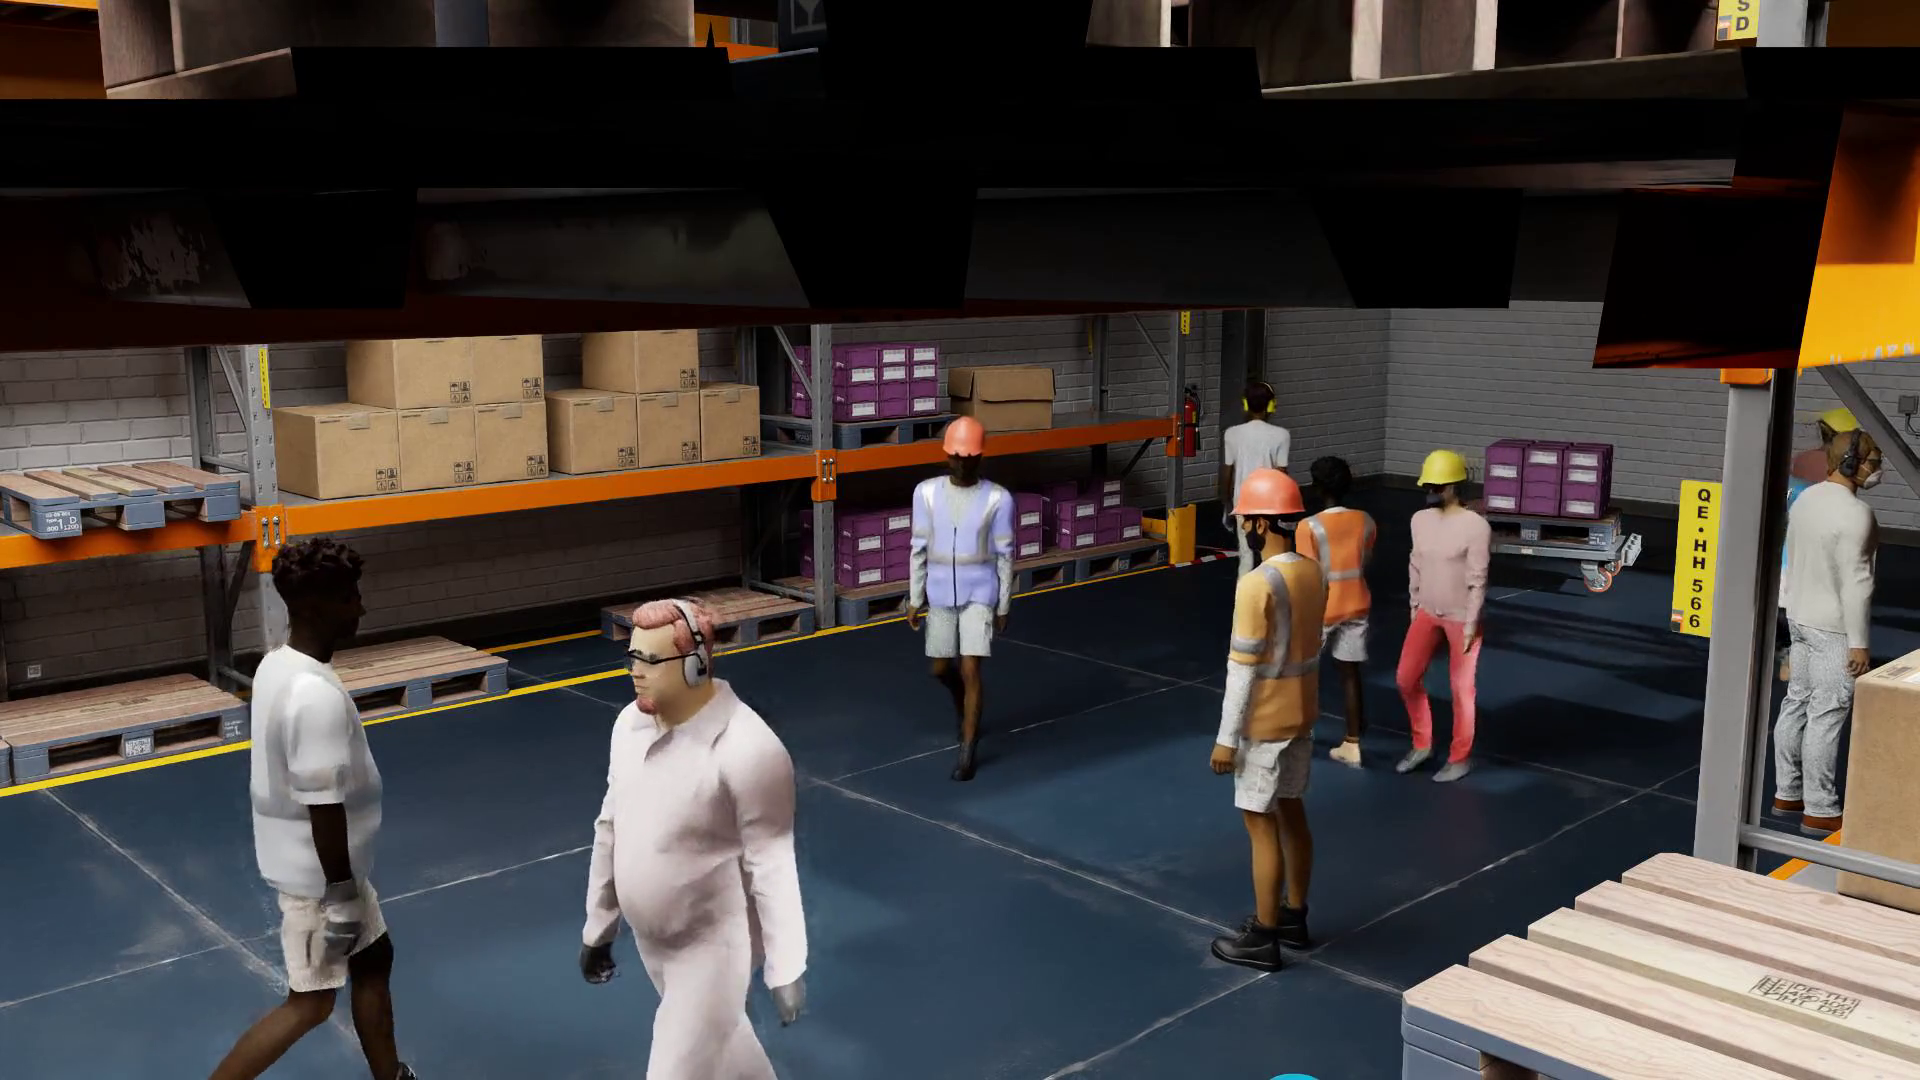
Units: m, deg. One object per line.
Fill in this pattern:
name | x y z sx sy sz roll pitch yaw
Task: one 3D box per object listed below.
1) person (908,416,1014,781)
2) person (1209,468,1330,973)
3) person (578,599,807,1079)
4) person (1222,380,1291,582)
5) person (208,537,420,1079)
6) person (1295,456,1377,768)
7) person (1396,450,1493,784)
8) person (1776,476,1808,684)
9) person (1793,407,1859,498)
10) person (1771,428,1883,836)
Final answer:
person | 0.029 0.274 8.915 0.560 1.914 0.736 2 10 14
person | 1.180 0.688 6.434 0.386 1.930 0.560 8 12 38
person | -0.753 1.067 4.450 1.013 1.851 0.670 -9 13 -43
person | 2.139 -0.210 11.907 0.560 1.853 0.450 5 11 27
person | -1.967 0.949 4.914 0.908 1.938 0.607 -6 11 -29
person | 1.973 0.371 9.047 0.552 1.668 0.686 -4 10 -22
person | 2.503 0.408 8.601 0.455 1.749 0.540 -7 12 -37
person | 5.010 0.141 10.344 0.441 1.680 0.554 -7 12 -35
person | 5.777 -0.039 11.272 0.628 1.743 0.530 -4 10 -20
person | 4.141 0.432 7.923 0.373 1.936 0.627 0 10 2
